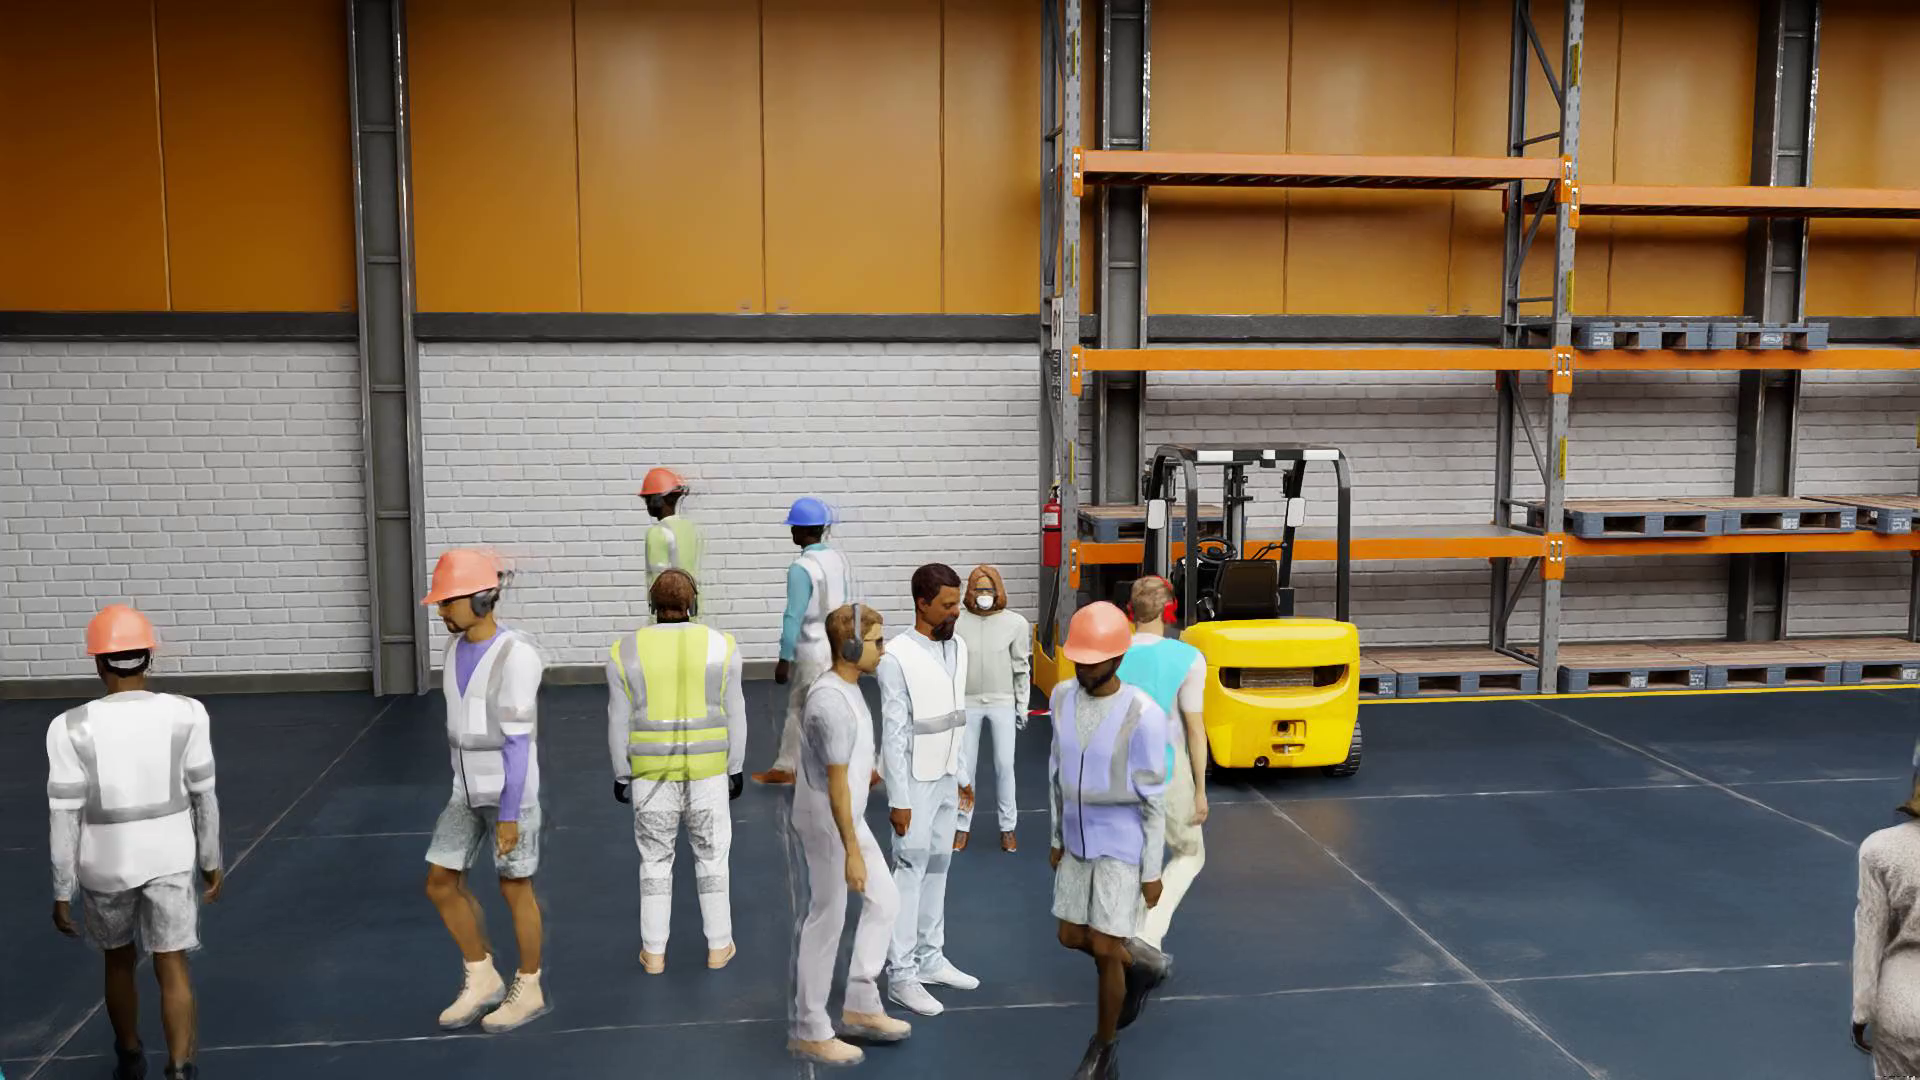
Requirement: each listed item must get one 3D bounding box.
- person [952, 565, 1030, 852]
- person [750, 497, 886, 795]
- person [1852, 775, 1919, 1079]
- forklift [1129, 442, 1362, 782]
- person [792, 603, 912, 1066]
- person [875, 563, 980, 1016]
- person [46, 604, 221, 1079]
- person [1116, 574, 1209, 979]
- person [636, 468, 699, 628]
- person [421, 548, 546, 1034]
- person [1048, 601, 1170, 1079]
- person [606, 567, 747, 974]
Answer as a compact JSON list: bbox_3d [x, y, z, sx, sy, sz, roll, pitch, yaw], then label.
[{"bbox_3d":[0.143,0.945,9.359,0.505,1.628,0.277,0,7,3],"label":"person"},{"bbox_3d":[-0.864,0.679,10.479,0.976,1.912,0.625,2,7,18],"label":"person"},{"bbox_3d":[2.850,1.413,4.848,0.483,1.725,0.569,5,8,37],"label":"person"},{"bbox_3d":[1.912,0.418,11.496,1.214,2.155,2.313,-1,7,-8],"label":"forklift"},{"bbox_3d":[-0.402,1.163,6.559,0.587,1.825,0.585,1,7,6],"label":"person"},{"bbox_3d":[-0.147,1.047,7.198,0.392,1.917,0.588,4,7,29],"label":"person"},{"bbox_3d":[-2.998,1.190,6.071,0.581,1.904,0.911,-4,8,-31],"label":"person"},{"bbox_3d":[0.855,1.066,7.404,0.587,1.823,0.436,5,8,38],"label":"person"},{"bbox_3d":[-2.072,0.515,11.383,0.776,2.014,0.653,2,7,19],"label":"person"},{"bbox_3d":[-1.947,1.041,6.805,0.628,2.017,0.583,4,8,34],"label":"person"},{"bbox_3d":[0.611,1.144,6.399,0.558,1.909,0.687,6,9,44],"label":"person"},{"bbox_3d":[-1.278,1.042,7.561,0.619,1.845,0.430,-1,7,-9],"label":"person"}]
